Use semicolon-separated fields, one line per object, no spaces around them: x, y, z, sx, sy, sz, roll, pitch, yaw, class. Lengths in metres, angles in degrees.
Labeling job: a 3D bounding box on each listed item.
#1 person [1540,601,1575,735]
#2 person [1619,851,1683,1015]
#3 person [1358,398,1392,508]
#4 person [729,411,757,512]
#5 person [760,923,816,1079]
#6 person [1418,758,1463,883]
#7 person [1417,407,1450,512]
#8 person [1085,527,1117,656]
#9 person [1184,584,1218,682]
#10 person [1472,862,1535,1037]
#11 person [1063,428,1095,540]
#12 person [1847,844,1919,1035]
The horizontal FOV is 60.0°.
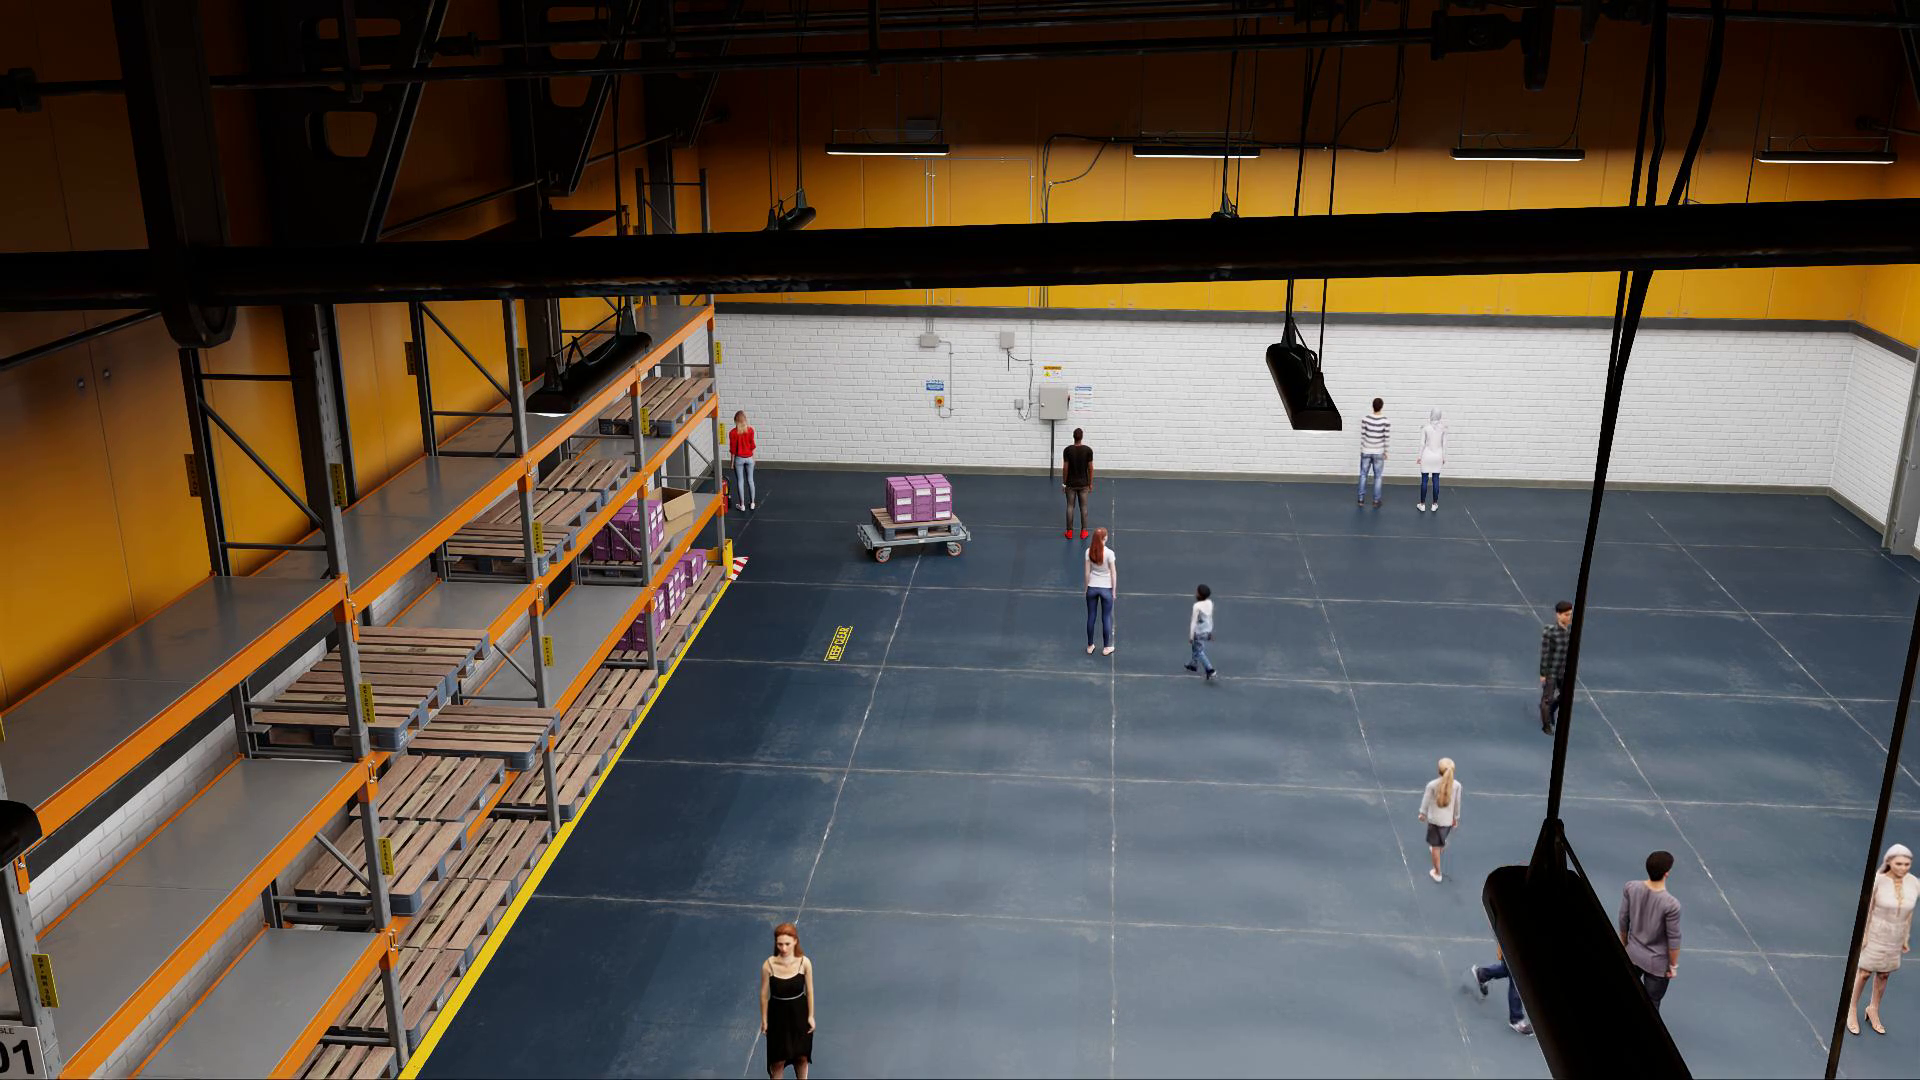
7.035;1.492;19.704;0.791;1.703;0.805;-4;19;-12;person
5.634;3.389;13.634;0.797;1.853;0.722;-13;23;-35;person
6.993;-1.496;28.150;0.688;1.847;0.625;7;20;19;person
-3.639;-1.338;27.905;0.689;1.704;0.689;-9;21;-24;person
-1.339;3.725;12.994;0.635;1.625;0.646;-3;19;-9;person
4.760;2.772;16.406;0.594;1.253;0.825;-2;19;-4;person
7.904;-1.364;27.870;0.615;1.775;0.517;2;19;6;person
1.836;0.668;21.894;0.616;1.739;0.603;7;20;19;person
3.096;1.181;21.148;0.808;1.243;0.881;-14;23;-36;person
4.672;3.386;14.138;0.920;1.538;1.079;-12;22;-31;person
1.868;-0.907;26.465;0.639;1.806;0.529;1;19;2;person
7.738;3.341;13.960;0.609;1.736;0.560;0;19;0;person
